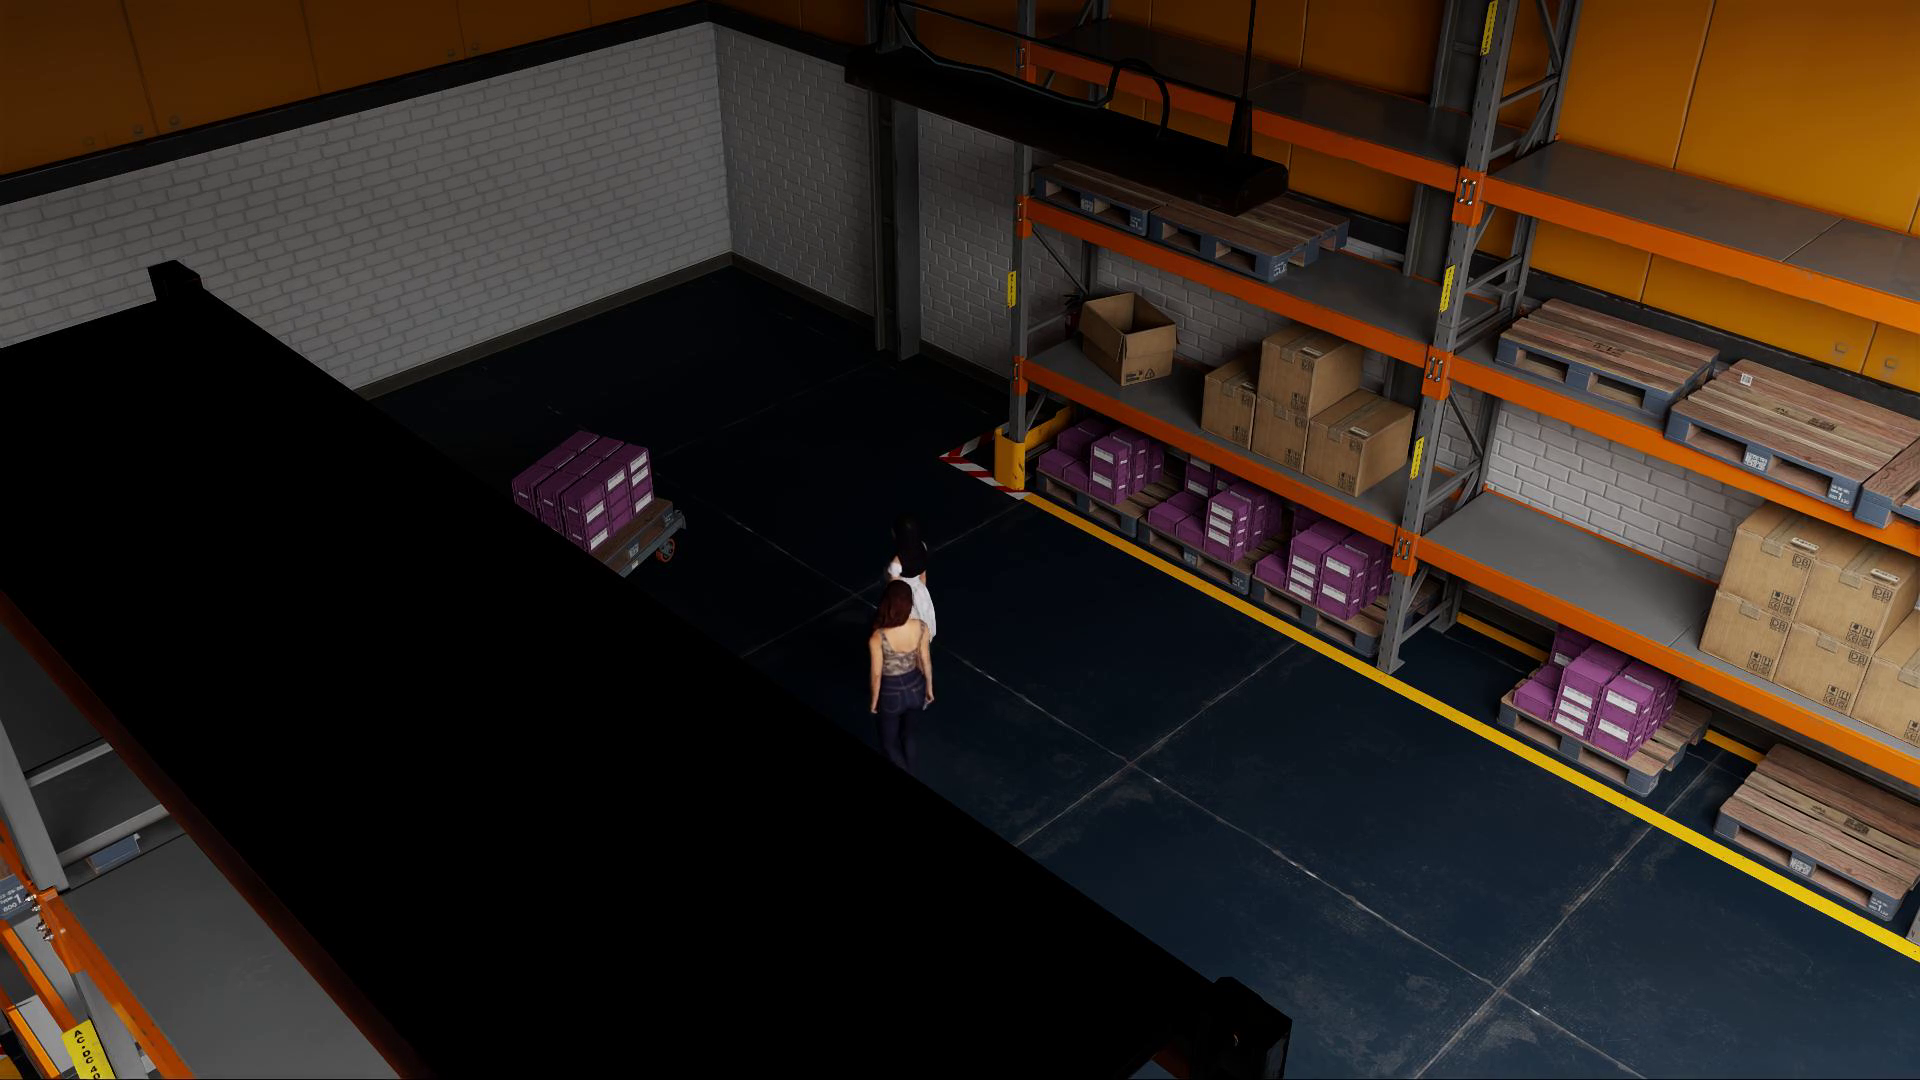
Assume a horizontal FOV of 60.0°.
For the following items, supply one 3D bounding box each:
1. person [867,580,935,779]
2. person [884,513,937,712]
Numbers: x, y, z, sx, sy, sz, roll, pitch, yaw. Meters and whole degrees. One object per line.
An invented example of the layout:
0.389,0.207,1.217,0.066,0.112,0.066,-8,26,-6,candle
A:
-0.367,1.125,11.335,0.802,1.738,0.980,-16,37,-23,person
-0.381,0.557,12.157,0.662,1.774,0.672,24,40,31,person
